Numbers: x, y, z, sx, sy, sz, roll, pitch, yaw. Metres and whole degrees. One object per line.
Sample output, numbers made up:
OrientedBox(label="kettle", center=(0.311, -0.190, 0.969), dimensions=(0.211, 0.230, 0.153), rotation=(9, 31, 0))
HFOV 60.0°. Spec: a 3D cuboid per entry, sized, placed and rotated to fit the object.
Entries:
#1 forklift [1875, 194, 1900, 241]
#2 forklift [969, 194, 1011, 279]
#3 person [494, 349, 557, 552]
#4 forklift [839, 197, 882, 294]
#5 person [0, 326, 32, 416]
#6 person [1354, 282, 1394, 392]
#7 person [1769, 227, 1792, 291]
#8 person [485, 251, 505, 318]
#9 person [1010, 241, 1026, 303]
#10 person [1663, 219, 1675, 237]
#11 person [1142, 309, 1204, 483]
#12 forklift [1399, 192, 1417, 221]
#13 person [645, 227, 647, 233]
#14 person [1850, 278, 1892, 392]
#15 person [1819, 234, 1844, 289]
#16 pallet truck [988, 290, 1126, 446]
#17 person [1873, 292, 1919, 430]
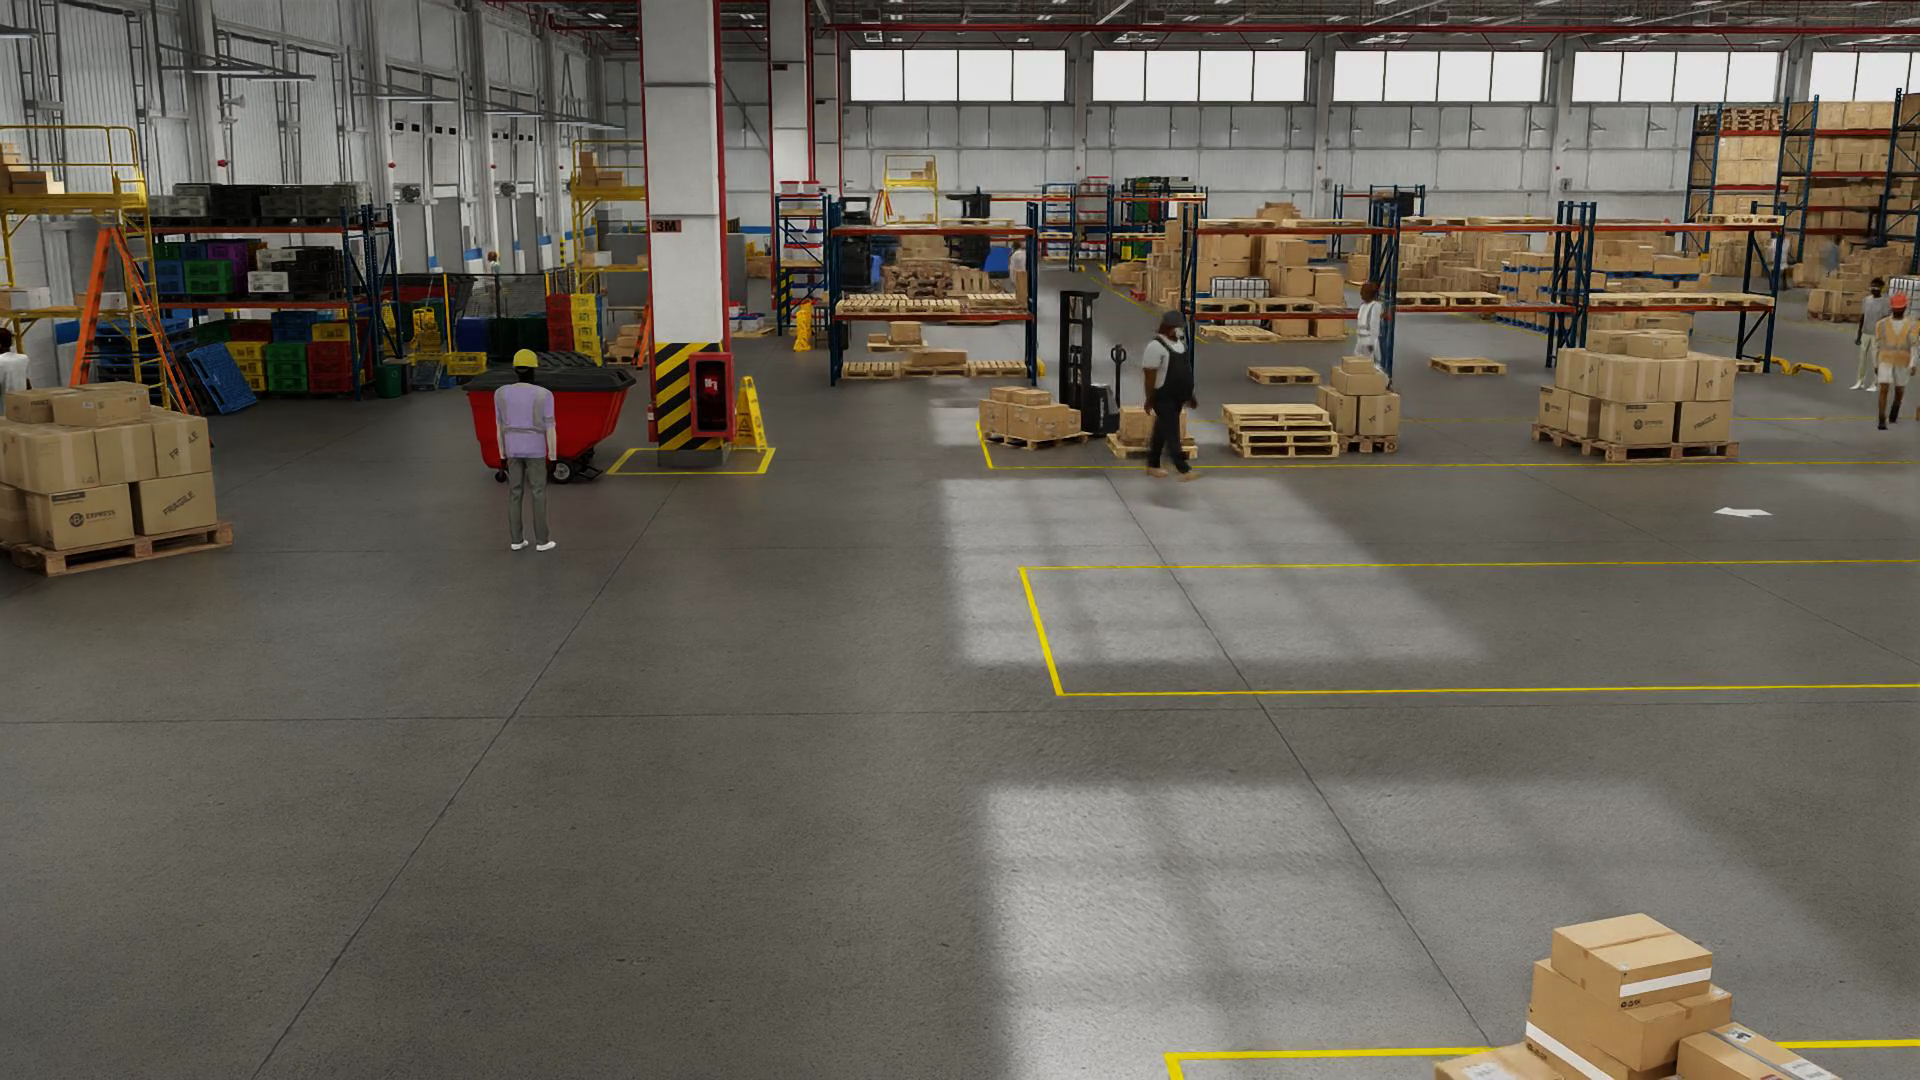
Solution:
OrientedBox(label="forklift", center=(29.999, -9.760, 53.788), dimensions=(1.873, 2.768, 1.129), rotation=(0, 12, -2))
OrientedBox(label="forklift", center=(0.679, -10.025, 54.985), dimensions=(1.873, 2.768, 1.129), rotation=(-7, 14, -28))
OrientedBox(label="person", center=(-4.088, -0.844, 15.735), dimensions=(0.581, 1.919, 0.400), rotation=(1, 13, 4))
OrientedBox(label="forklift", center=(-3.050, -8.675, 48.889), dimensions=(1.129, 2.768, 1.873), rotation=(3, 13, 14))
OrientedBox(label="person", center=(-10.558, -1.443, 18.526), dimensions=(0.328, 1.876, 0.513), rotation=(4, 13, 19))
OrientedBox(label="person", center=(6.449, -3.124, 26.151), dimensions=(0.749, 1.862, 0.591), rotation=(-4, 13, -19))
OrientedBox(label="person", center=(24.764, -8.447, 50.100), dimensions=(0.568, 1.890, 0.946), rotation=(-1, 13, -5))
OrientedBox(label="person", center=(-11.466, -6.269, 40.874), dimensions=(0.524, 1.632, 0.321), rotation=(11, 17, 42))
OrientedBox(label="person", center=(1.549, -6.554, 41.658), dimensions=(1.056, 1.859, 0.696), rotation=(11, 17, 41))
OrientedBox(label="person", center=(23.852, -9.870, 56.299), dimensions=(0.622, 1.994, 0.381), rotation=(-1, 13, -5))
OrientedBox(label="person", center=(2.512, -1.681, 19.224), dimensions=(0.972, 2.000, 0.699), rotation=(10, 16, 38))
OrientedBox(label="forklift", center=(16.061, -11.118, 59.920), dimensions=(1.873, 2.768, 1.129), rotation=(0, 12, -2))
OrientedBox(label="person", center=(-9.590, -8.769, 51.547), dimensions=(0.608, 1.896, 0.808), rotation=(9, 15, 36))
OrientedBox(label="person", center=(14.936, -3.358, 27.219), dimensions=(0.317, 1.859, 0.525), rotation=(-7, 14, -27))
OrientedBox(label="person", center=(23.667, -7.278, 44.826), dimensions=(0.992, 1.889, 0.651), rotation=(6, 14, 26))
OrientedBox(label="pallet truck", center=(1.257, -2.299, 22.111), dimensions=(1.885, 1.965, 0.823), rotation=(-9, 15, -35))
OrientedBox(label="person", center=(13.085, -2.518, 23.294), dimensions=(0.551, 1.914, 0.706), rotation=(7, 14, 27))
